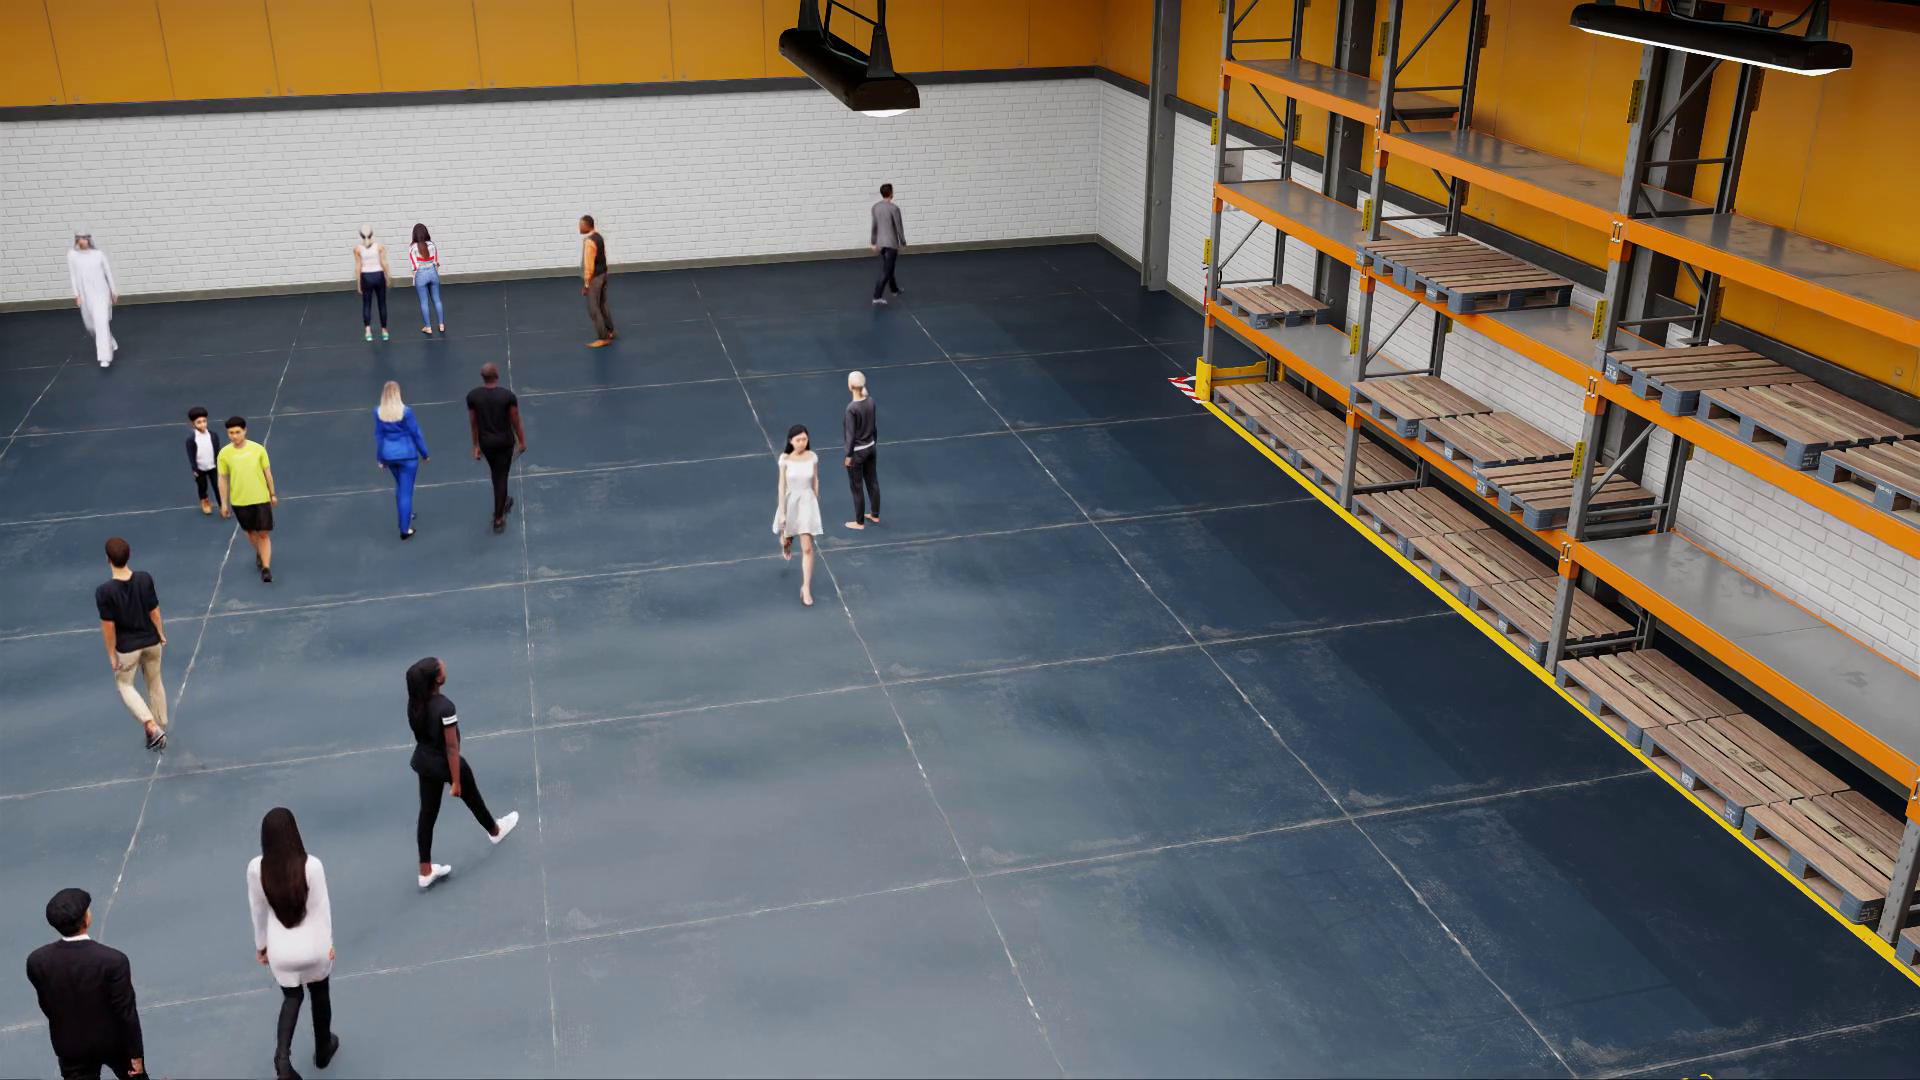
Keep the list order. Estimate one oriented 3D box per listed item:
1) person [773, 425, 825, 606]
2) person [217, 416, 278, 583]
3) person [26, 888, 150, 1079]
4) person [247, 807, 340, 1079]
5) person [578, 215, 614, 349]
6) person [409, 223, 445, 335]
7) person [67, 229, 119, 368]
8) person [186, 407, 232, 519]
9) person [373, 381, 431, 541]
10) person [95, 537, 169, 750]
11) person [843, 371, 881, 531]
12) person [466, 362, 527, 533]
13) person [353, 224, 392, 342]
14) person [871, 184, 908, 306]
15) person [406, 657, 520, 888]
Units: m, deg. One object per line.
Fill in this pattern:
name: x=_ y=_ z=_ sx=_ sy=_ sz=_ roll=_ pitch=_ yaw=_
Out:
person: x=-1.593 y=-0.286 z=16.066 sx=0.621 sy=1.747 sz=1.103 roll=-7 pitch=25 yaw=-16
person: x=-7.054 y=-0.438 z=16.520 sx=0.674 sy=1.662 sz=1.082 roll=-7 pitch=25 yaw=-16
person: x=-4.711 y=2.772 z=8.962 sx=0.797 sy=1.834 sz=1.212 roll=-3 pitch=24 yaw=-7
person: x=-3.908 y=2.464 z=9.738 sx=0.739 sy=1.777 sz=0.979 roll=0 pitch=24 yaw=-1
person: x=-5.165 y=-3.714 z=23.729 sx=1.078 sy=1.890 sz=0.741 roll=5 pitch=24 yaw=12
person: x=-7.819 y=-3.849 z=24.383 sx=0.651 sy=1.614 sz=0.630 roll=-16 pitch=28 yaw=-32
person: x=-11.943 y=-3.378 z=22.976 sx=0.688 sy=1.877 sz=1.156 roll=-7 pitch=25 yaw=-16
person: x=-8.203 y=-0.847 z=18.021 sx=0.662 sy=1.208 sz=0.826 roll=-17 pitch=29 yaw=-33
person: x=-5.866 y=-0.799 z=17.319 sx=0.821 sy=1.683 sz=0.910 roll=6 pitch=24 yaw=13
person: x=-6.549 y=0.868 z=13.306 sx=0.916 sy=1.842 sz=0.840 roll=20 pitch=31 yaw=38
person: x=-1.049 y=-0.964 z=17.644 sx=0.713 sy=1.726 sz=0.691 roll=18 pitch=29 yaw=35
person: x=-4.908 y=-0.951 z=17.538 sx=0.849 sy=1.787 sz=1.096 roll=1 pitch=24 yaw=1
person: x=-8.417 y=-3.688 z=23.909 sx=0.627 sy=1.698 sz=0.608 roll=-8 pitch=25 yaw=-18
person: x=-1.149 y=-4.513 z=25.632 sx=1.245 sy=1.830 sz=1.211 roll=18 pitch=29 yaw=35
person: x=-3.718 y=1.653 z=11.702 sx=1.120 sy=1.689 sz=1.171 roll=14 pitch=27 yaw=28
